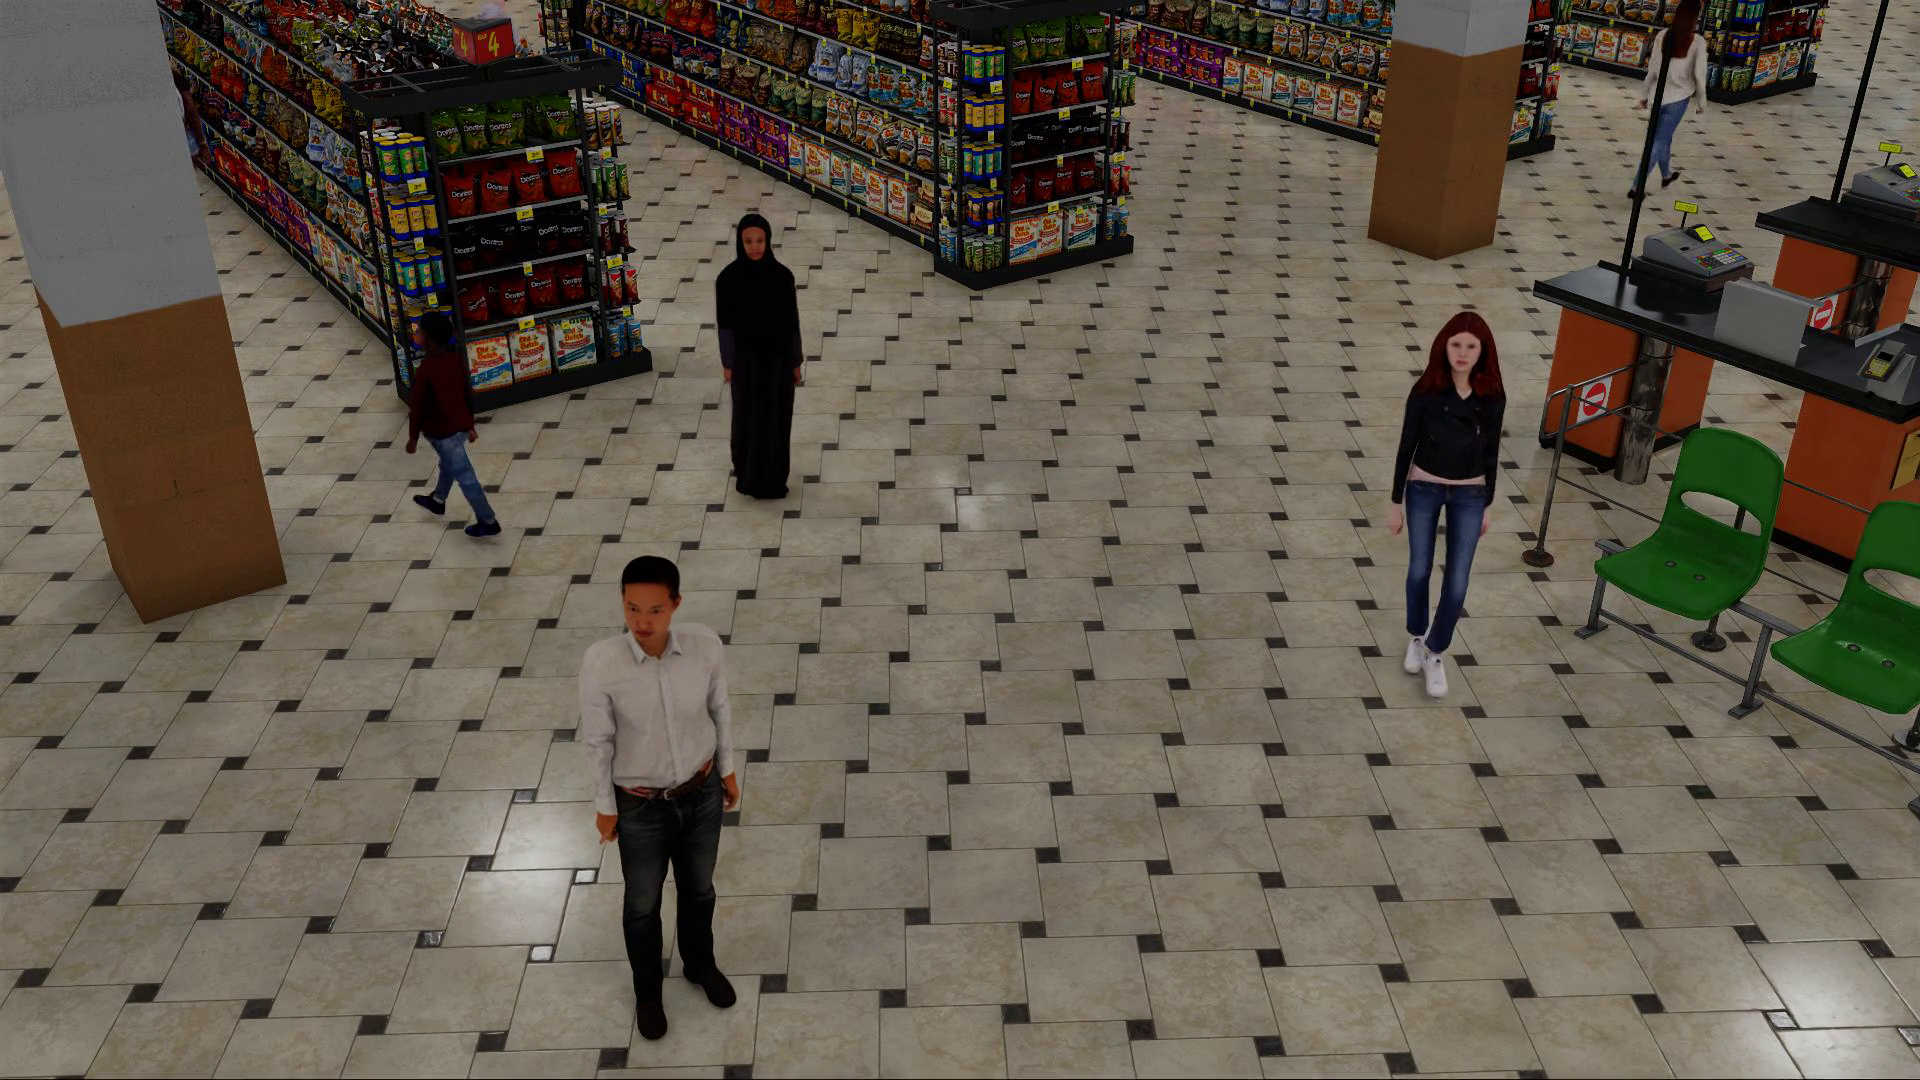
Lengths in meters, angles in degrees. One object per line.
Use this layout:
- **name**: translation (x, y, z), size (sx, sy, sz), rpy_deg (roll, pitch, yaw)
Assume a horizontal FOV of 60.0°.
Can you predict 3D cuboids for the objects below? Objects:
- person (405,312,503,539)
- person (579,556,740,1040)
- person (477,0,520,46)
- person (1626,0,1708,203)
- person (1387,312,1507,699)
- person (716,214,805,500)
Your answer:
- **person**: translation (-2.630, -0.566, 8.698), size (0.937, 1.222, 0.791), rpy_deg (11, 31, 20)
- **person**: translation (-0.982, 0.831, 5.525), size (0.676, 1.810, 0.580), rpy_deg (-14, 32, -24)
- **person**: translation (-3.921, -3.879, 14.155), size (1.005, 1.808, 0.822), rpy_deg (5, 29, 8)
- **person**: translation (5.854, -3.600, 13.816), size (0.786, 1.642, 1.077), rpy_deg (-23, 36, -35)
- **person**: translation (2.157, -0.190, 7.444), size (0.821, 1.765, 0.876), rpy_deg (7, 29, 12)
- **person**: translation (-1.090, -1.026, 9.137), size (0.713, 1.608, 0.803), rpy_deg (-8, 30, -14)
